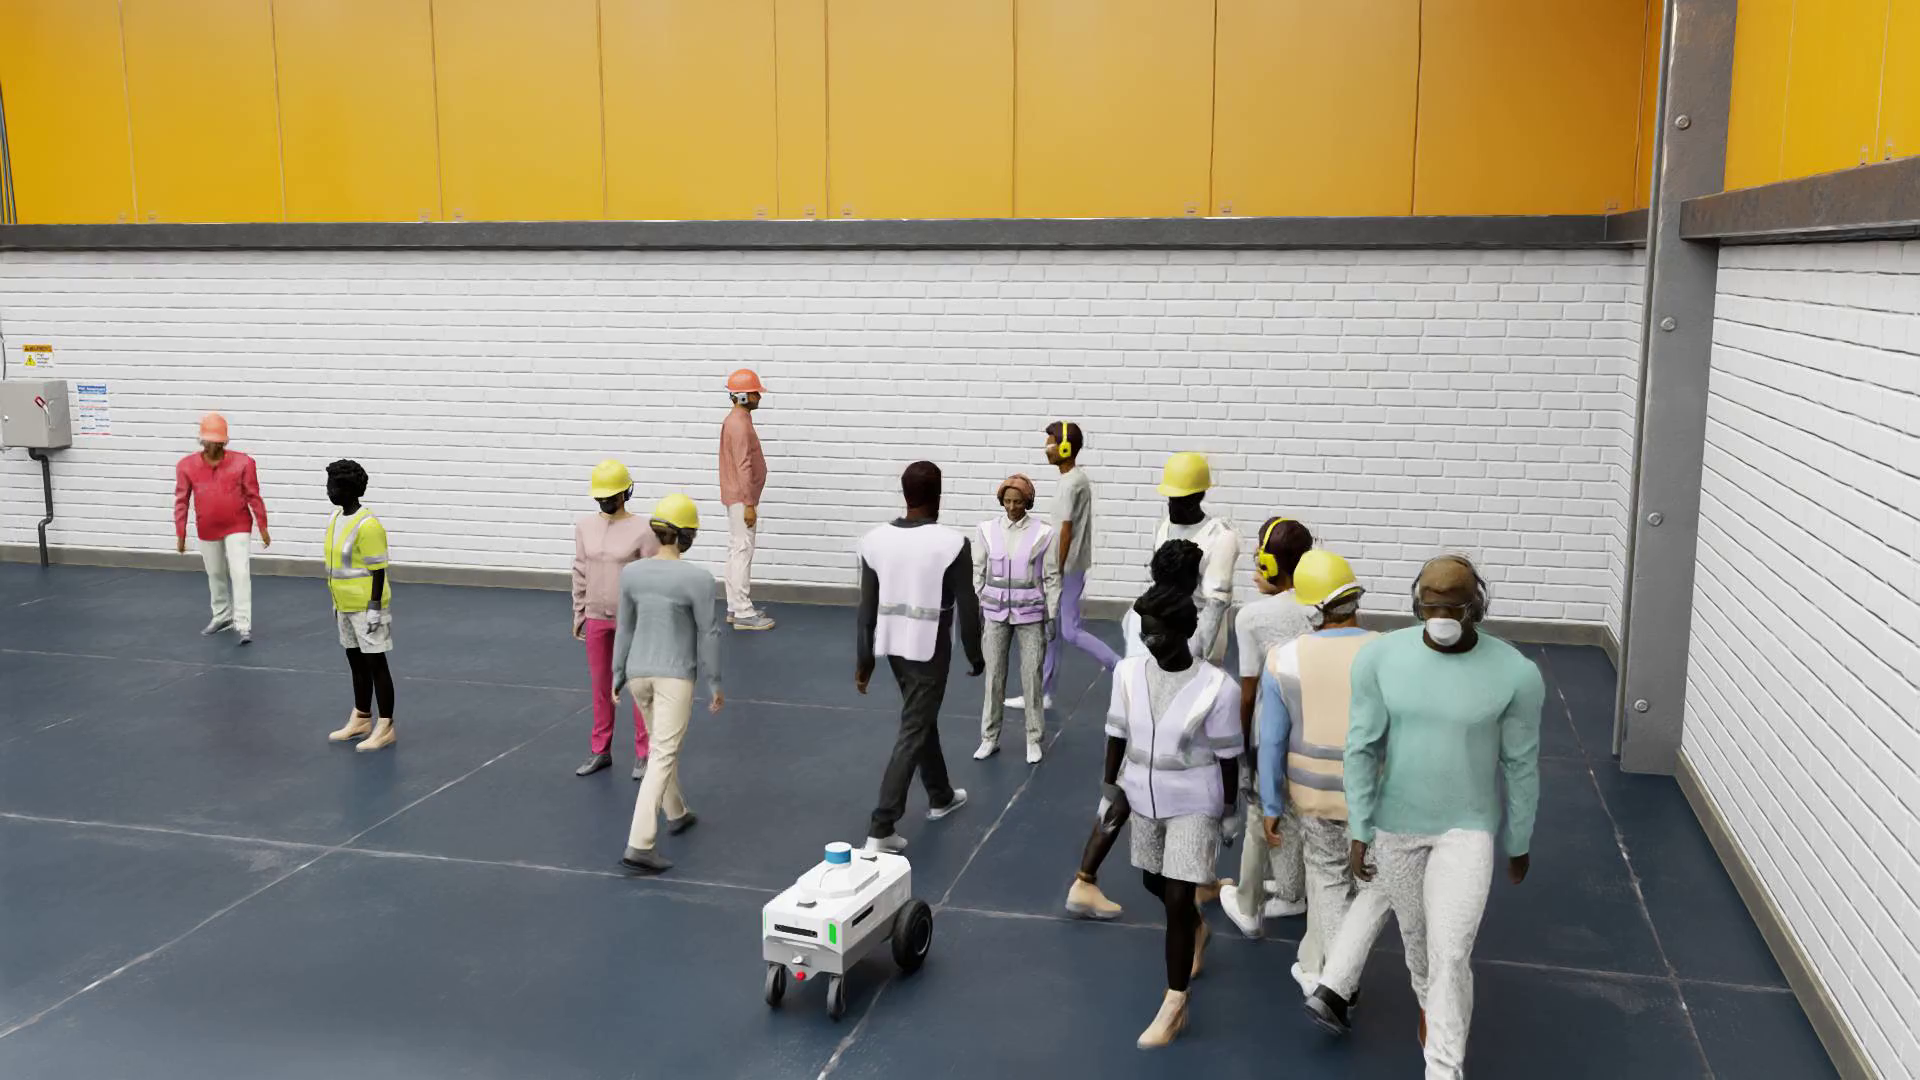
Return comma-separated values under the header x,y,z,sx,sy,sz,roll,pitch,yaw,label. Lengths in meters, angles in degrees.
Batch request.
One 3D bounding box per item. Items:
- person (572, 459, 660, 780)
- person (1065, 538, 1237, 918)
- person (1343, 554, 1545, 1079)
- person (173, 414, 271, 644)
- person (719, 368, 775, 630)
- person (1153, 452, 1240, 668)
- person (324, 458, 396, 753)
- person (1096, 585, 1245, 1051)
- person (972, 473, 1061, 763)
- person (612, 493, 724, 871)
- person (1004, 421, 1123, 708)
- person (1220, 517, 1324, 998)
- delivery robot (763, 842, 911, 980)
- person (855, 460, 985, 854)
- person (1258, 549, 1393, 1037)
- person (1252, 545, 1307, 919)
x,y,z,sx,sy,sz,roll,pitch,yaw,label
-1.873,0.432,9.055,0.524,1.762,0.325,3,10,15,person
0.814,0.815,7.131,0.806,1.655,0.534,-6,11,-30,person
1.627,0.961,5.636,0.621,1.901,0.994,5,11,26,person
-5.453,-0.083,12.264,0.641,1.692,0.868,-2,10,-14,person
-1.653,-0.316,12.767,0.378,1.995,0.609,-3,10,-15,person
1.106,0.510,8.176,0.510,1.901,0.583,-8,12,-39,person
-3.466,0.371,9.589,0.536,1.699,0.322,9,13,43,person
0.824,0.963,6.216,0.529,1.666,0.769,8,12,38,person
0.310,0.439,9.369,0.514,1.639,0.310,3,10,15,person
-1.419,0.656,7.868,0.556,1.720,0.835,4,10,23,person
0.718,0.179,10.318,0.829,1.843,0.537,0,10,3,person
1.305,0.810,6.646,0.536,1.818,0.965,-1,10,-6,person
-0.472,1.424,6.480,0.477,0.478,0.707,4,10,23,delivery robot
-0.211,0.548,8.087,0.572,1.870,0.985,7,12,35,person
1.395,0.925,6.057,0.609,1.791,0.605,4,11,24,person
1.401,0.814,7.196,0.322,1.629,0.532,3,10,17,person
